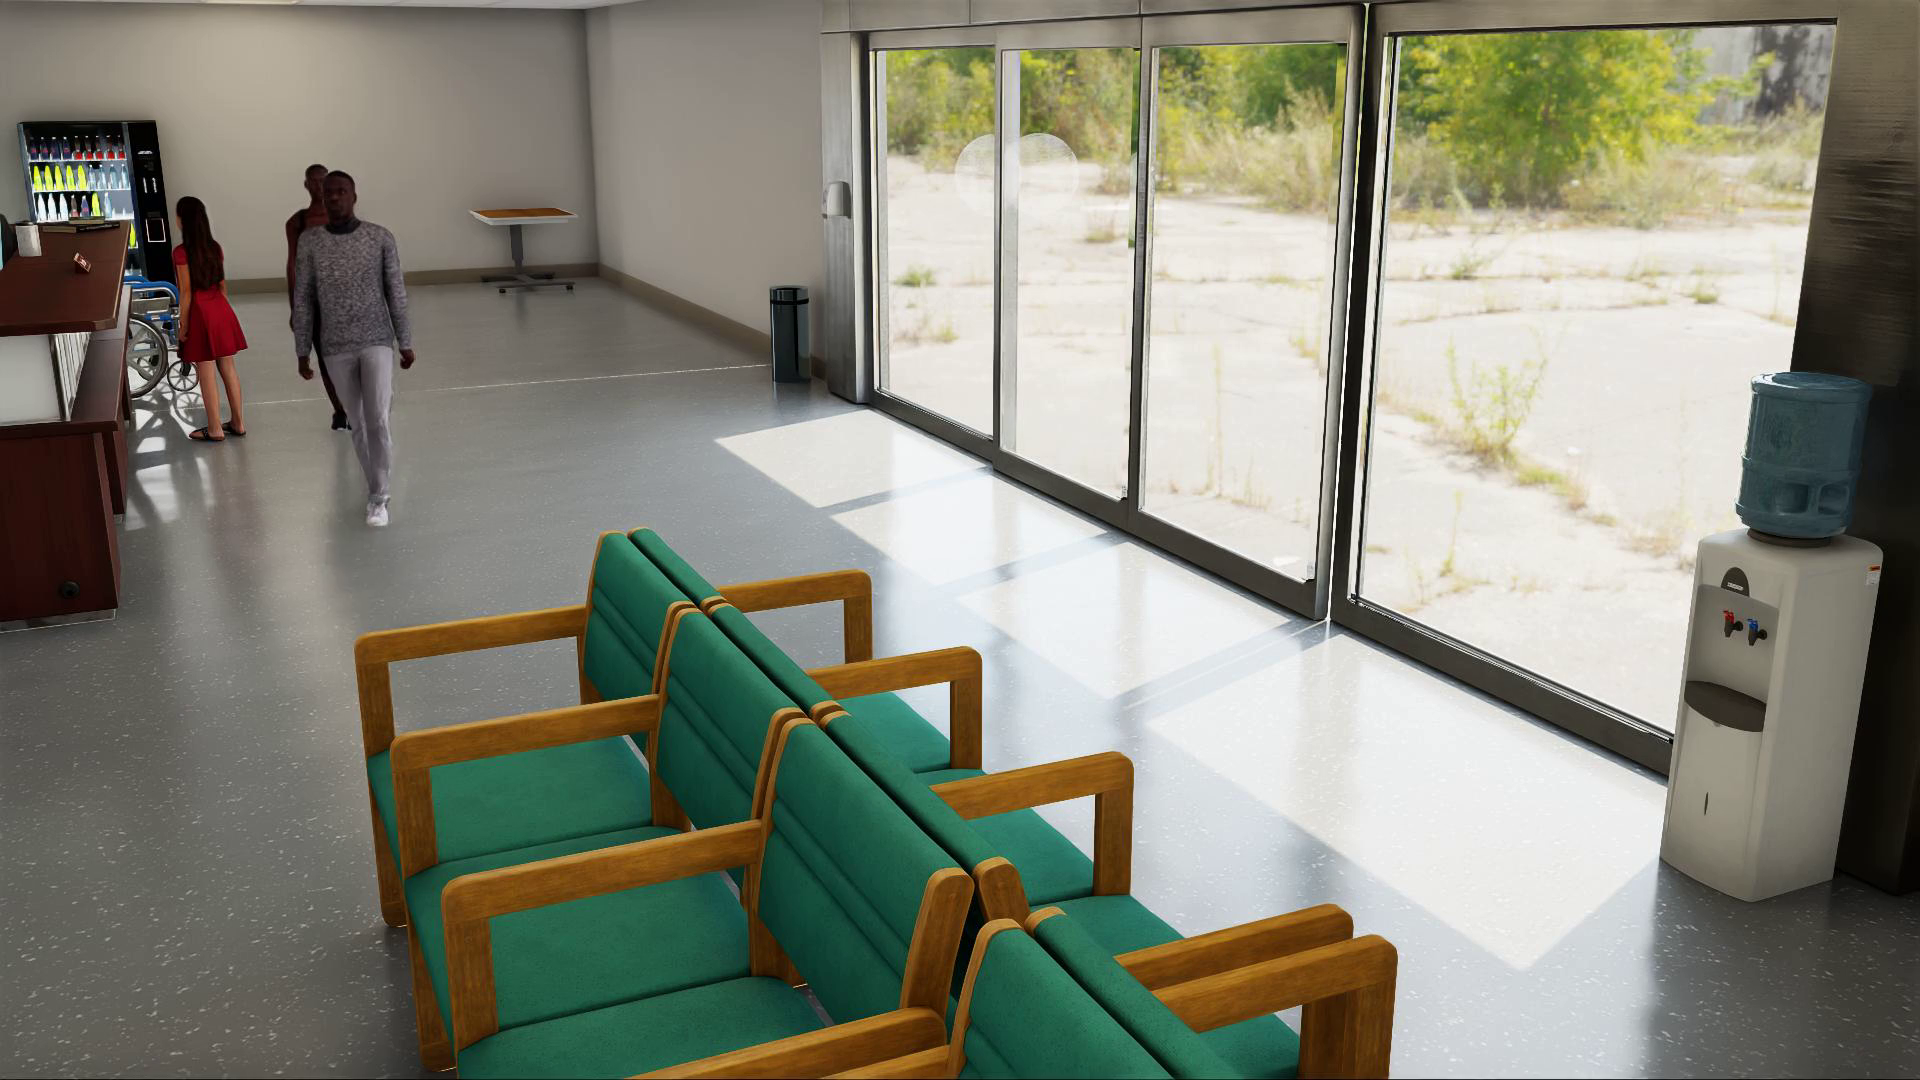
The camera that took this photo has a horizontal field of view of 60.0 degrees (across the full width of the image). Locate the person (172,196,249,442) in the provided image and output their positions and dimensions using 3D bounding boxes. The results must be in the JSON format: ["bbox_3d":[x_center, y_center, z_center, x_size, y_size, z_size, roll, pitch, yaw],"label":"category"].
[{"bbox_3d":[-4.865,-1.431,10.729,0.743,1.553,0.683,7,17,23],"label":"person"}]

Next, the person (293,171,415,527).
[{"bbox_3d":[-3.154,-1.009,8.776,1.005,1.808,0.936,-2,16,-8],"label":"person"}]

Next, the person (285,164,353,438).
[{"bbox_3d":[-4.103,-1.537,10.799,1.027,1.725,0.767,-4,16,-15],"label":"person"}]
